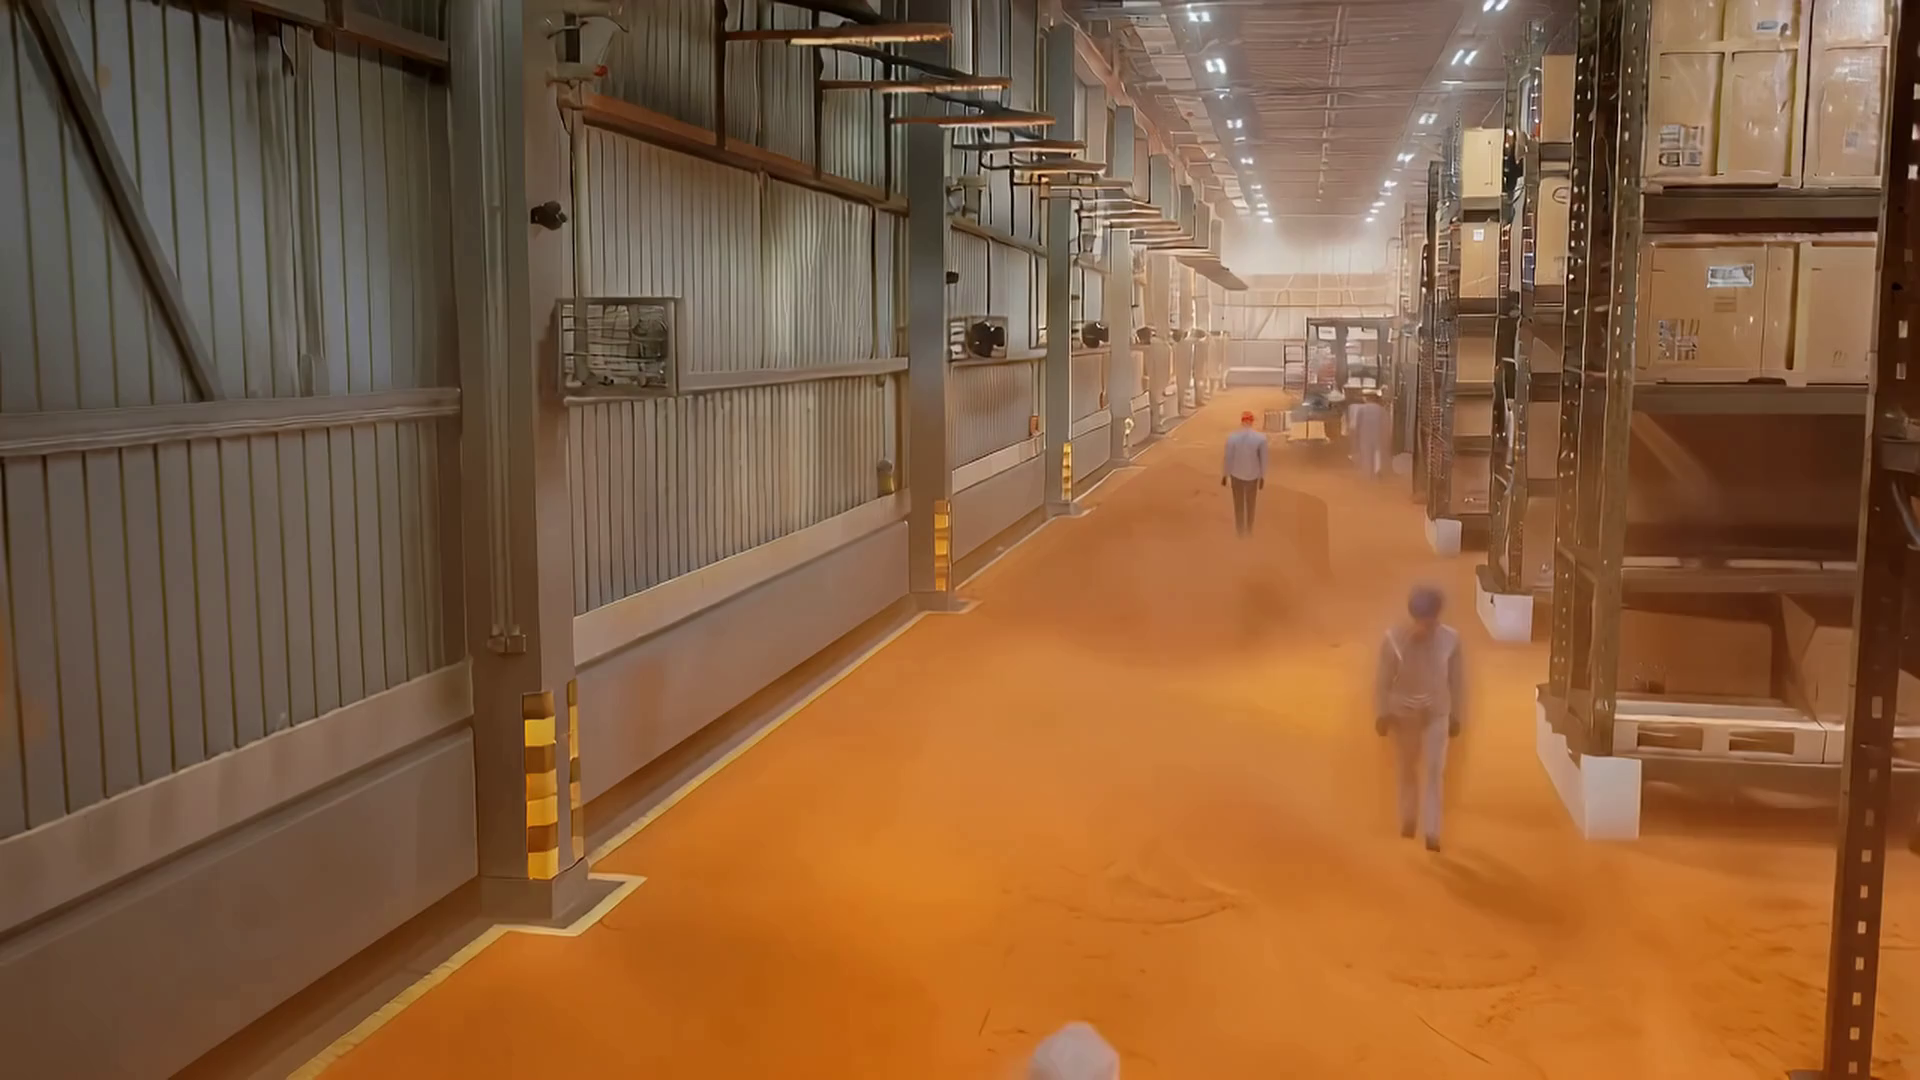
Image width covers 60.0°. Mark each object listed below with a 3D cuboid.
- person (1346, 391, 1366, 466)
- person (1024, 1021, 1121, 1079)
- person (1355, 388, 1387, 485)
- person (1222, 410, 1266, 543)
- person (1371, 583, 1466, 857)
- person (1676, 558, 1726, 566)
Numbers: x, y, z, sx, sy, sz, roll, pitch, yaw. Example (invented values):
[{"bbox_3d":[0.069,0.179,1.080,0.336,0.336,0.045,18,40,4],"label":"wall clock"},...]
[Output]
[{"bbox_3d":[9.159,-2.571,38.485,0.404,1.730,0.606,-4,8,-32],"label":"person"},{"bbox_3d":[0.171,1.827,3.334,0.565,1.730,0.755,2,7,18],"label":"person"},{"bbox_3d":[8.321,-2.085,33.681,0.628,1.980,0.592,1,7,4],"label":"person"},{"bbox_3d":[4.217,-0.954,24.722,0.628,1.939,1.004,1,7,5],"label":"person"},{"bbox_3d":[2.725,1.066,9.906,0.533,1.599,0.819,2,7,17],"label":"person"},{"bbox_3d":[6.850,0.268,15.380,0.446,1.831,0.635,1,7,8],"label":"person"}]
